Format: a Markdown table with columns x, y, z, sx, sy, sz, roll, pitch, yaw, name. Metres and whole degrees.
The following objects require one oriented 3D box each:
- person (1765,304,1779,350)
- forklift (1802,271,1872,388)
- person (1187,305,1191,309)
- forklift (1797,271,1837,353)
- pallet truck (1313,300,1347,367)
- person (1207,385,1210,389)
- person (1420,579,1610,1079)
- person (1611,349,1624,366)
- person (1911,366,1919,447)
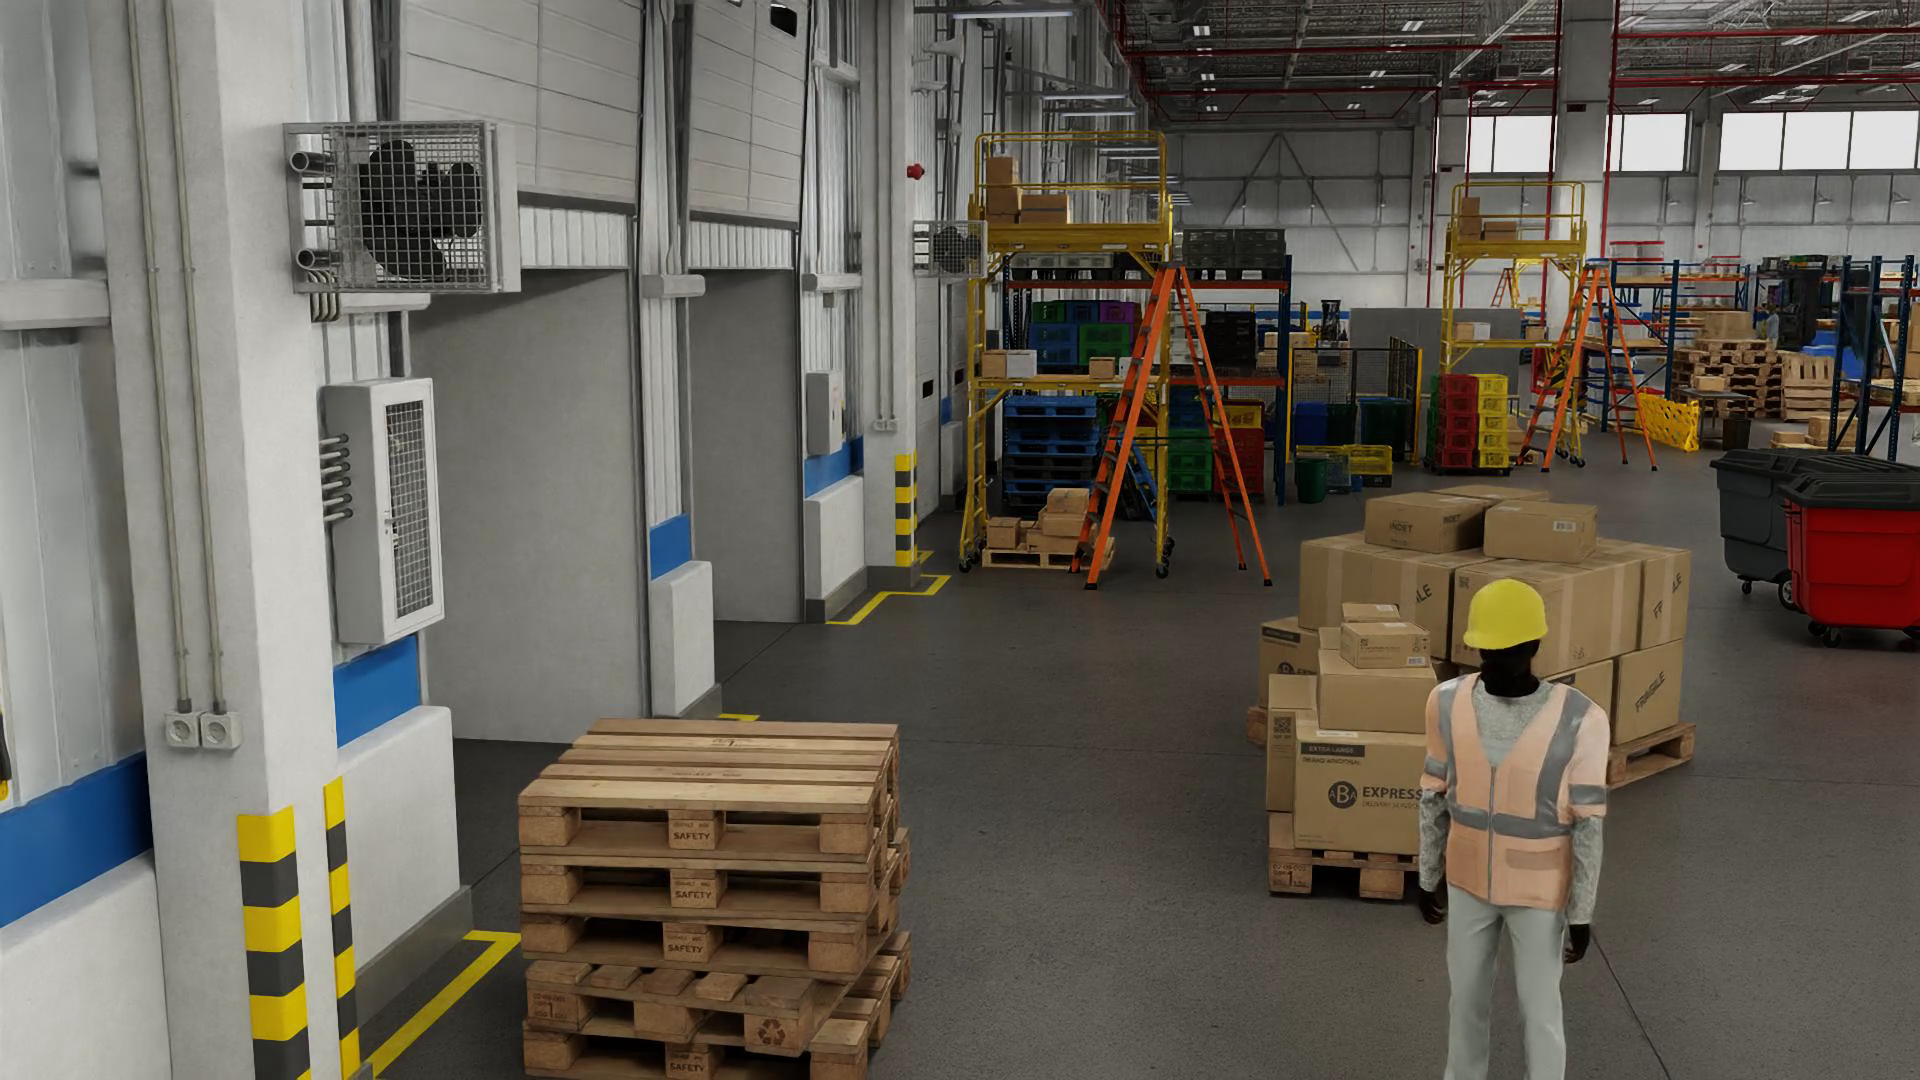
| x | y | z | sx | sy | sz | roll | pitch | yaw | name |
| --- | --- | --- | --- | --- | --- | --- | --- | --- | --- |
| 22.286 | -5.517 | 45.712 | 0.371 | 1.933 | 0.627 | 4 | 10 | 21 | person |
| 20.554 | -4.784 | 38.272 | 1.873 | 2.768 | 1.129 | 1 | 9 | 9 | forklift |
| 6.184 | -5.355 | 44.730 | 0.543 | 1.930 | 0.389 | -5 | 11 | -30 | person |
| 24.435 | -6.355 | 47.962 | 1.873 | 2.768 | 1.129 | 1 | 9 | 9 | forklift |
| 11.159 | -6.200 | 49.718 | 0.823 | 1.965 | 1.885 | 4 | 10 | 26 | pallet truck |
| 5.164 | -3.653 | 35.142 | 0.319 | 1.631 | 0.525 | -5 | 11 | -30 | person |
| 1.690 | 1.062 | 5.182 | 0.585 | 1.920 | 0.395 | 8 | 12 | 40 | person |
| 14.795 | -4.222 | 37.693 | 0.545 | 1.942 | 0.349 | 5 | 11 | 29 | person |
| 15.652 | -2.369 | 26.889 | 0.319 | 1.739 | 0.484 | 9 | 13 | 43 | person |
